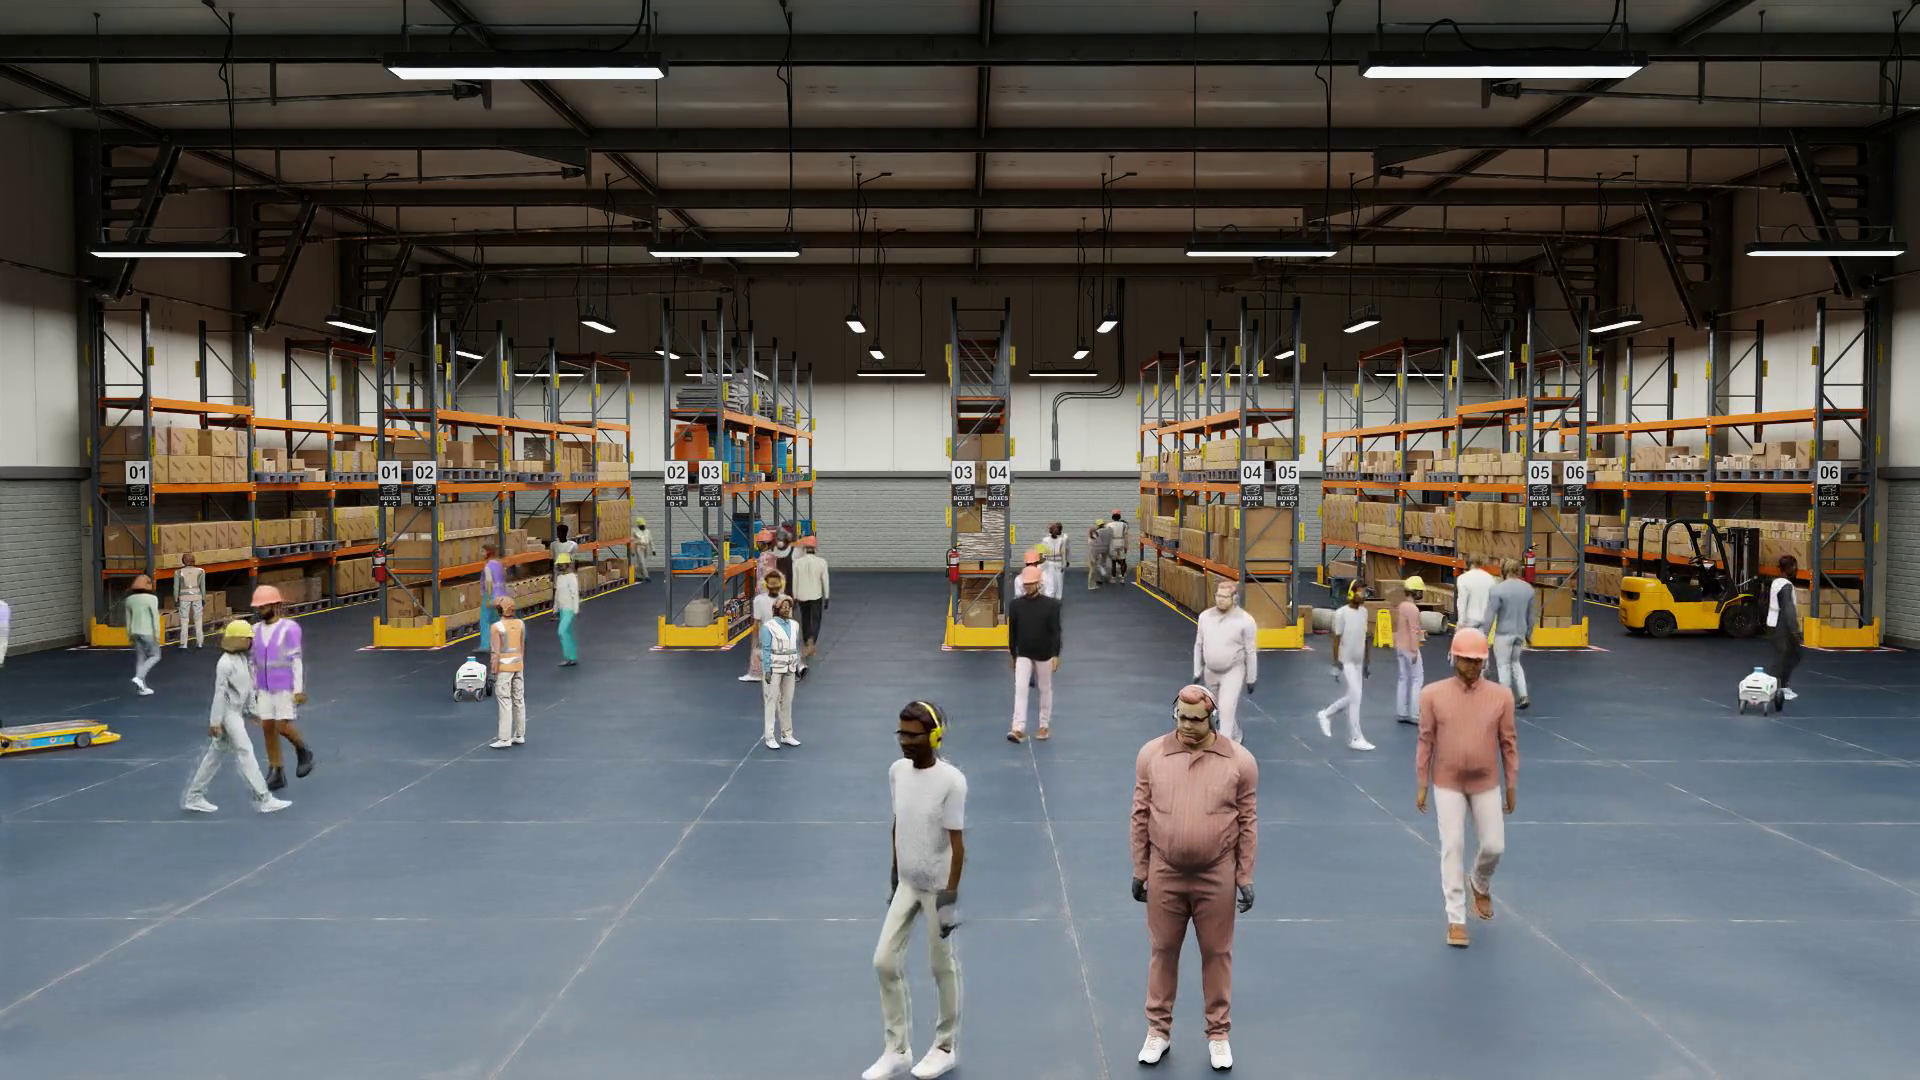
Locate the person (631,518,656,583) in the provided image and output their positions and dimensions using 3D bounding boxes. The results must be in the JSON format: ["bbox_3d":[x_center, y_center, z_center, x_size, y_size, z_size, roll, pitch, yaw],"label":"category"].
[{"bbox_3d":[-8.740,0.288,44.526,0.914,1.780,0.641,2,3,40],"label":"person"}]

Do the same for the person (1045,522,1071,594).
[{"bbox_3d":[2.360,0.472,39.062,0.655,1.831,0.435,0,2,9],"label":"person"}]

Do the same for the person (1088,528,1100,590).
[{"bbox_3d":[3.491,0.491,41.535,0.341,1.597,0.652,1,3,33],"label":"person"}]

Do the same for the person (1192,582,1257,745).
[{"bbox_3d":[2.734,1.348,16.470,0.627,1.880,0.890,2,3,39],"label":"person"}]

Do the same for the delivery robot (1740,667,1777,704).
[{"bbox_3d":[9.948,1.830,20.113,0.477,0.478,0.707,2,3,35],"label":"delivery robot"}]

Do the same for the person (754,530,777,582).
[{"bbox_3d":[-3.239,0.853,26.835,0.366,2.047,0.607,0,2,5],"label":"person"}]

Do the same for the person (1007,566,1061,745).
[{"bbox_3d":[0.803,1.262,17.766,0.631,1.937,1.017,1,2,18],"label":"person"}]

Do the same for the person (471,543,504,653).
[{"bbox_3d":[-7.720,0.965,26.812,0.729,1.826,0.568,0,2,1],"label":"person"}]

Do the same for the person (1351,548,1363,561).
[{"bbox_3d":[11.690,0.082,47.483,0.387,1.947,0.604,-1,2,-21],"label":"person"}]

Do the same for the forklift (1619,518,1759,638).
[{"bbox_3d":[13.417,0.684,29.791,2.313,2.155,1.214,0,2,0],"label":"forklift"}]

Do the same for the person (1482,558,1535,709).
[{"bbox_3d":[6.801,1.181,20.028,0.654,1.929,0.432,-1,2,-24],"label":"person"}]

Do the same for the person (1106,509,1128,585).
[{"bbox_3d":[4.241,0.188,43.762,0.605,2.033,0.398,-1,2,-13],"label":"person"}]

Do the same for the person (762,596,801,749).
[{"bbox_3d":[-1.935,1.425,17.490,0.308,1.640,0.511,2,3,41],"label":"person"}]

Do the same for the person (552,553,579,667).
[{"bbox_3d":[-6.110,1.075,24.812,0.554,1.746,0.557,-2,3,-41],"label":"person"}]

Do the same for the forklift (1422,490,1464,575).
[{"bbox_3d":[13.926,-0.371,47.846,1.873,2.768,1.129,0,2,0],"label":"forklift"}]

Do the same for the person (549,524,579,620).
[{"bbox_3d":[-8.062,0.654,32.863,0.608,1.963,0.371,0,2,6],"label":"person"}]

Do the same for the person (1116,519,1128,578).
[{"bbox_3d":[4.659,0.242,46.599,0.366,1.683,0.546,0,2,-9],"label":"person"}]

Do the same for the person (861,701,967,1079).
[{"bbox_3d":[-0.236,1.705,7.801,0.565,1.847,0.673,2,3,40],"label":"person"}]

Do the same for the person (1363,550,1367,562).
[{"bbox_3d":[11.424,0.202,45.243,0.351,1.884,0.581,0,2,9],"label":"person"}]

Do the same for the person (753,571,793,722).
[{"bbox_3d":[-2.220,1.269,19.313,0.489,1.803,1.000,-1,2,-13],"label":"person"}]

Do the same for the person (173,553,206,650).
[{"bbox_3d":[-13.076,1.036,27.419,0.508,1.629,0.314,-2,3,-35],"label":"person"}]

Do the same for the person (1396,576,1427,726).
[{"bbox_3d":[5.351,1.302,19.096,0.364,1.763,0.542,0,2,-5],"label":"person"}]

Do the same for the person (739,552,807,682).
[{"bbox_3d":[-2.660,1.094,23.010,0.920,1.870,0.640,1,2,23],"label":"person"}]

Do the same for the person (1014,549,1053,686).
[{"bbox_3d":[1.039,1.076,22.703,0.571,1.925,0.547,0,2,6],"label":"person"}]

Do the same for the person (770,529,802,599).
[{"bbox_3d":[-3.237,0.783,29.216,0.698,2.000,1.031,0,2,10],"label":"person"}]

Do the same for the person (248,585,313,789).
[{"bbox_3d":[-6.433,1.374,15.237,0.574,1.922,0.540,1,2,15],"label":"person"}]

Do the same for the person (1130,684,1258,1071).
[{"bbox_3d":[1.163,1.671,8.082,0.638,1.902,0.406,1,2,13],"label":"person"}]

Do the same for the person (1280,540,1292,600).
[{"bbox_3d":[7.737,0.610,38.084,0.497,1.633,0.284,0,2,-2],"label":"person"}]

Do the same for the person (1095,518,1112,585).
[{"bbox_3d":[3.820,0.314,43.335,0.608,1.810,0.665,-1,3,-27],"label":"person"}]

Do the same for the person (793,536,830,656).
[{"bbox_3d":[-2.443,0.919,26.279,0.622,1.970,0.762,0,2,8],"label":"person"}]

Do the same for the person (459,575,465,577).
[{"bbox_3d":[-11.930,0.452,38.273,0.630,1.940,0.372,0,2,-3],"label":"person"}]

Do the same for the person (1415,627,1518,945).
[{"bbox_3d":[3.234,1.540,10.316,0.639,1.980,0.650,0,2,11],"label":"person"}]

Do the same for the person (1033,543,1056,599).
[{"bbox_3d":[1.270,0.964,26.991,0.807,1.800,0.627,-2,3,-39],"label":"person"}]

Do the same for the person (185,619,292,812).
[{"bbox_3d":[-6.343,1.536,14.096,0.925,1.690,0.509,0,2,-10],"label":"person"}]

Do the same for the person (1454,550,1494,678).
[{"bbox_3d":[6.997,1.103,22.029,0.624,1.927,0.428,-1,2,-22],"label":"person"}]

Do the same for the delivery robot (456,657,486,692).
[{"bbox_3d":[-6.440,1.783,21.290,0.477,0.478,0.707,-1,2,-13],"label":"delivery robot"}]

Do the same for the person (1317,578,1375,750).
[{"bbox_3d":[4.207,1.325,17.584,0.525,1.844,0.759,-2,3,-38],"label":"person"}]

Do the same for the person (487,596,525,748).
[{"bbox_3d":[-4.901,1.425,17.475,0.312,1.642,0.512,1,3,25],"label":"person"}]

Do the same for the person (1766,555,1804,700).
[{"bbox_3d":[10.867,1.151,21.188,0.523,1.901,0.595,1,2,23],"label":"person"}]

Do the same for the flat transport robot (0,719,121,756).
[{"bbox_3d":[-9.923,2.124,17.396,0.652,0.197,1.431,2,3,39],"label":"flat transport robot"}]

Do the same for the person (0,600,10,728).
[{"bbox_3d":[-10.804,1.291,17.905,0.568,1.899,0.403,1,3,26],"label":"person"}]

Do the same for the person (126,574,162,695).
[{"bbox_3d":[-10.920,1.268,21.567,0.528,1.618,0.403,1,2,14],"label":"person"}]

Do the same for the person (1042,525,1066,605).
[{"bbox_3d":[2.134,0.561,36.882,0.572,1.838,0.992,0,2,-4],"label":"person"}]
